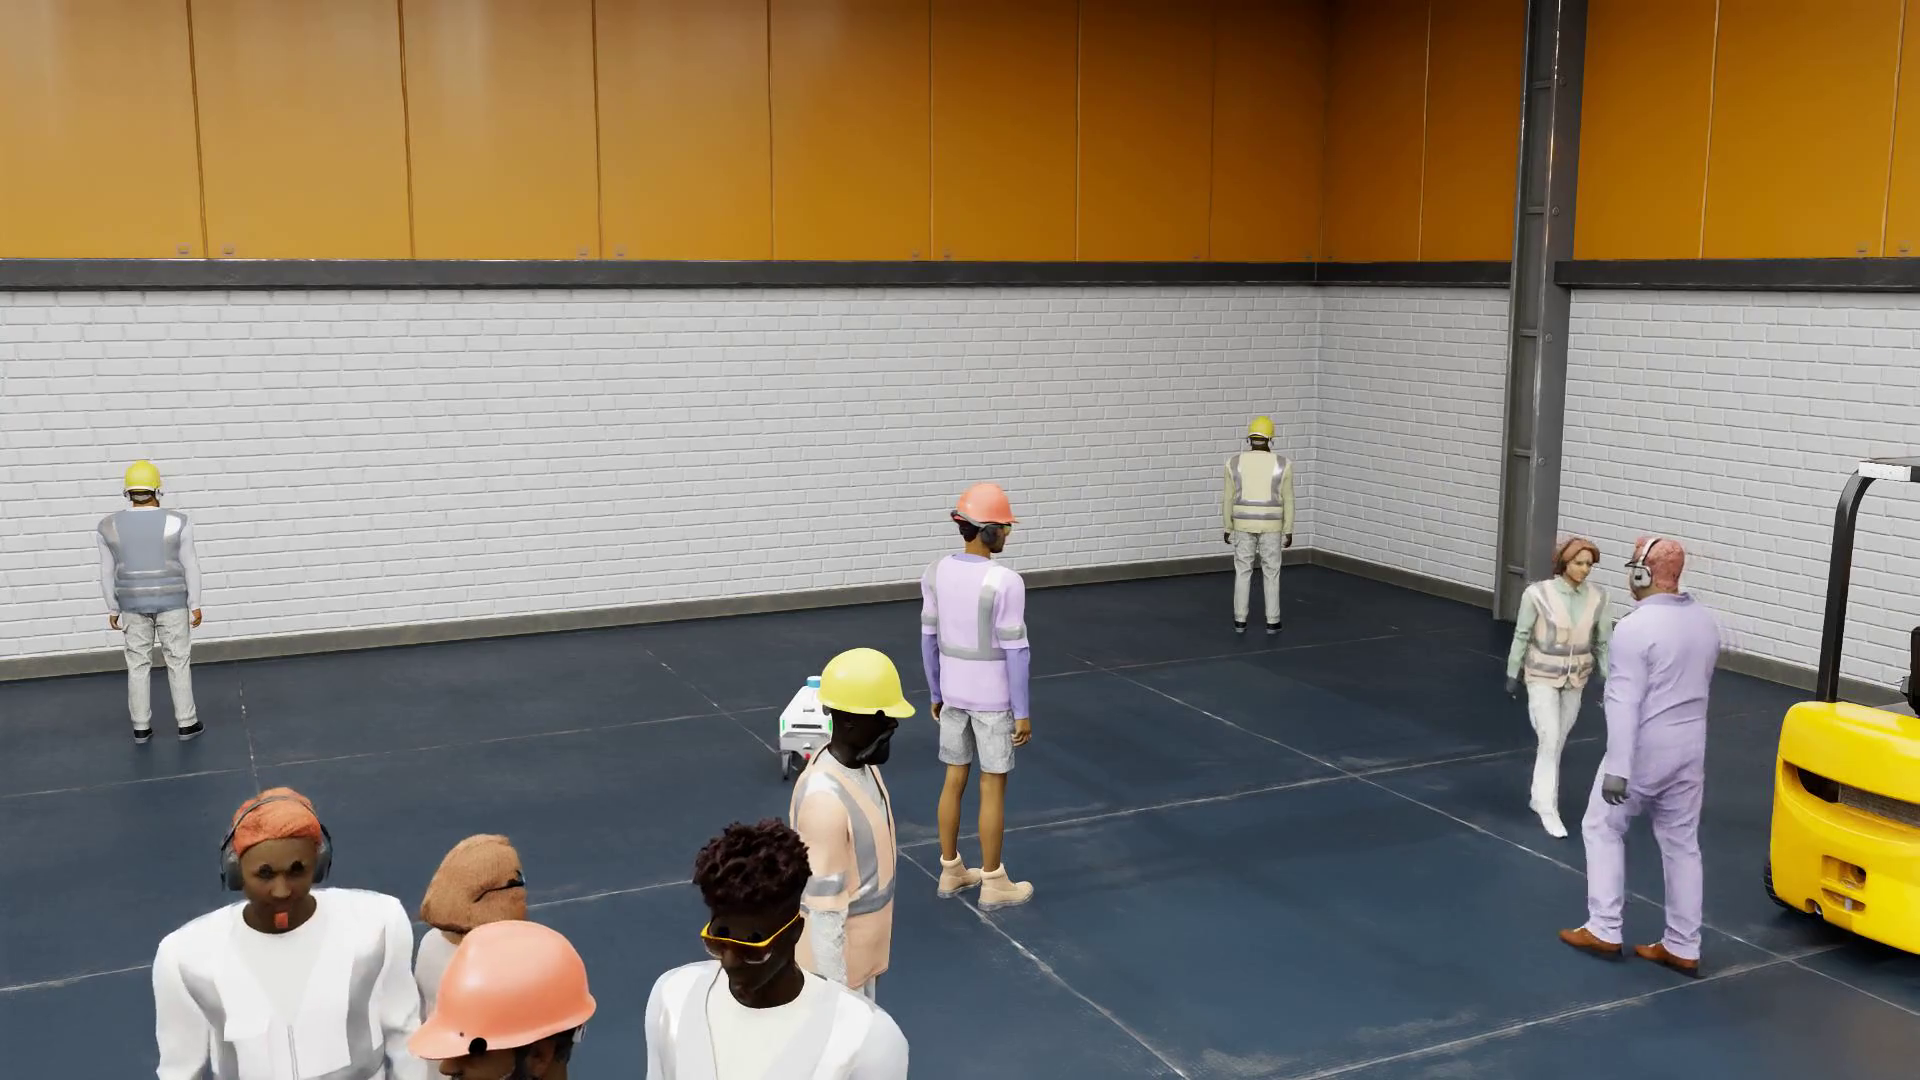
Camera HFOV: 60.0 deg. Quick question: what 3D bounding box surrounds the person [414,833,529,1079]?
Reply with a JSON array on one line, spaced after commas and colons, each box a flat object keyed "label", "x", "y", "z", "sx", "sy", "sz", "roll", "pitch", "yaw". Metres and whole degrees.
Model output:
[{"label": "person", "x": -1.210, "y": 1.545, "z": 4.244, "sx": 0.268, "sy": 1.631, "sz": 0.507, "roll": -8, "pitch": 12, "yaw": -41}]

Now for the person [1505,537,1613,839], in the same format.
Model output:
[{"label": "person", "x": 3.273, "y": 0.789, "z": 8.983, "sx": 0.530, "sy": 1.604, "sz": 0.670, "roll": -2, "pitch": 9, "yaw": -11}]

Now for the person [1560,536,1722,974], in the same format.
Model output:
[{"label": "person", "x": 2.978, "y": 0.925, "z": 7.279, "sx": 0.697, "sy": 1.890, "sz": 0.711, "roll": -5, "pitch": 11, "yaw": -31}]

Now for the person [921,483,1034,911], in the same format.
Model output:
[{"label": "person", "x": 0.102, "y": 0.741, "z": 7.965, "sx": 0.615, "sy": 2.040, "sz": 0.374, "roll": 8, "pitch": 12, "yaw": 41}]

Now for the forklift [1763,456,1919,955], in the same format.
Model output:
[{"label": "forklift", "x": 4.857, "y": 0.731, "z": 7.561, "sx": 2.313, "sy": 2.155, "sz": 1.214, "roll": -4, "pitch": 10, "yaw": -25}]

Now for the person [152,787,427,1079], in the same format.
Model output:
[{"label": "person", "x": -1.578, "y": 1.480, "z": 3.985, "sx": 0.613, "sy": 1.859, "sz": 0.539, "roll": -3, "pitch": 10, "yaw": -18}]

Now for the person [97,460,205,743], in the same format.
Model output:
[{"label": "person", "x": -5.198, "y": 0.398, "z": 10.732, "sx": 0.590, "sy": 1.837, "sz": 0.403, "roll": -2, "pitch": 9, "yaw": -14}]

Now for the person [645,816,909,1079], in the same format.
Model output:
[{"label": "person", "x": -0.401, "y": 1.514, "z": 3.413, "sx": 0.603, "sy": 1.964, "sz": 0.367, "roll": 4, "pitch": 10, "yaw": 21}]

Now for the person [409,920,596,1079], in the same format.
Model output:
[{"label": "person", "x": -0.741, "y": 1.600, "z": 2.958, "sx": 0.379, "sy": 1.937, "sz": 0.548, "roll": -7, "pitch": 12, "yaw": -39}]

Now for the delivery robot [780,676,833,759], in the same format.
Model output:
[{"label": "delivery robot", "x": -0.879, "y": 1.078, "z": 10.190, "sx": 0.477, "sy": 0.478, "sz": 0.707, "roll": 1, "pitch": 9, "yaw": 5}]

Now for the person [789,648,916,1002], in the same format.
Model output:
[{"label": "person", "x": -0.325, "y": 1.268, "z": 5.086, "sx": 0.391, "sy": 1.922, "sz": 0.585, "roll": 1, "pitch": 9, "yaw": 5}]

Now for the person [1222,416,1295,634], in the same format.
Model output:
[{"label": "person", "x": 2.511, "y": -0.125, "z": 13.987, "sx": 0.600, "sy": 1.829, "sz": 0.404, "roll": 3, "pitch": 10, "yaw": 16}]
